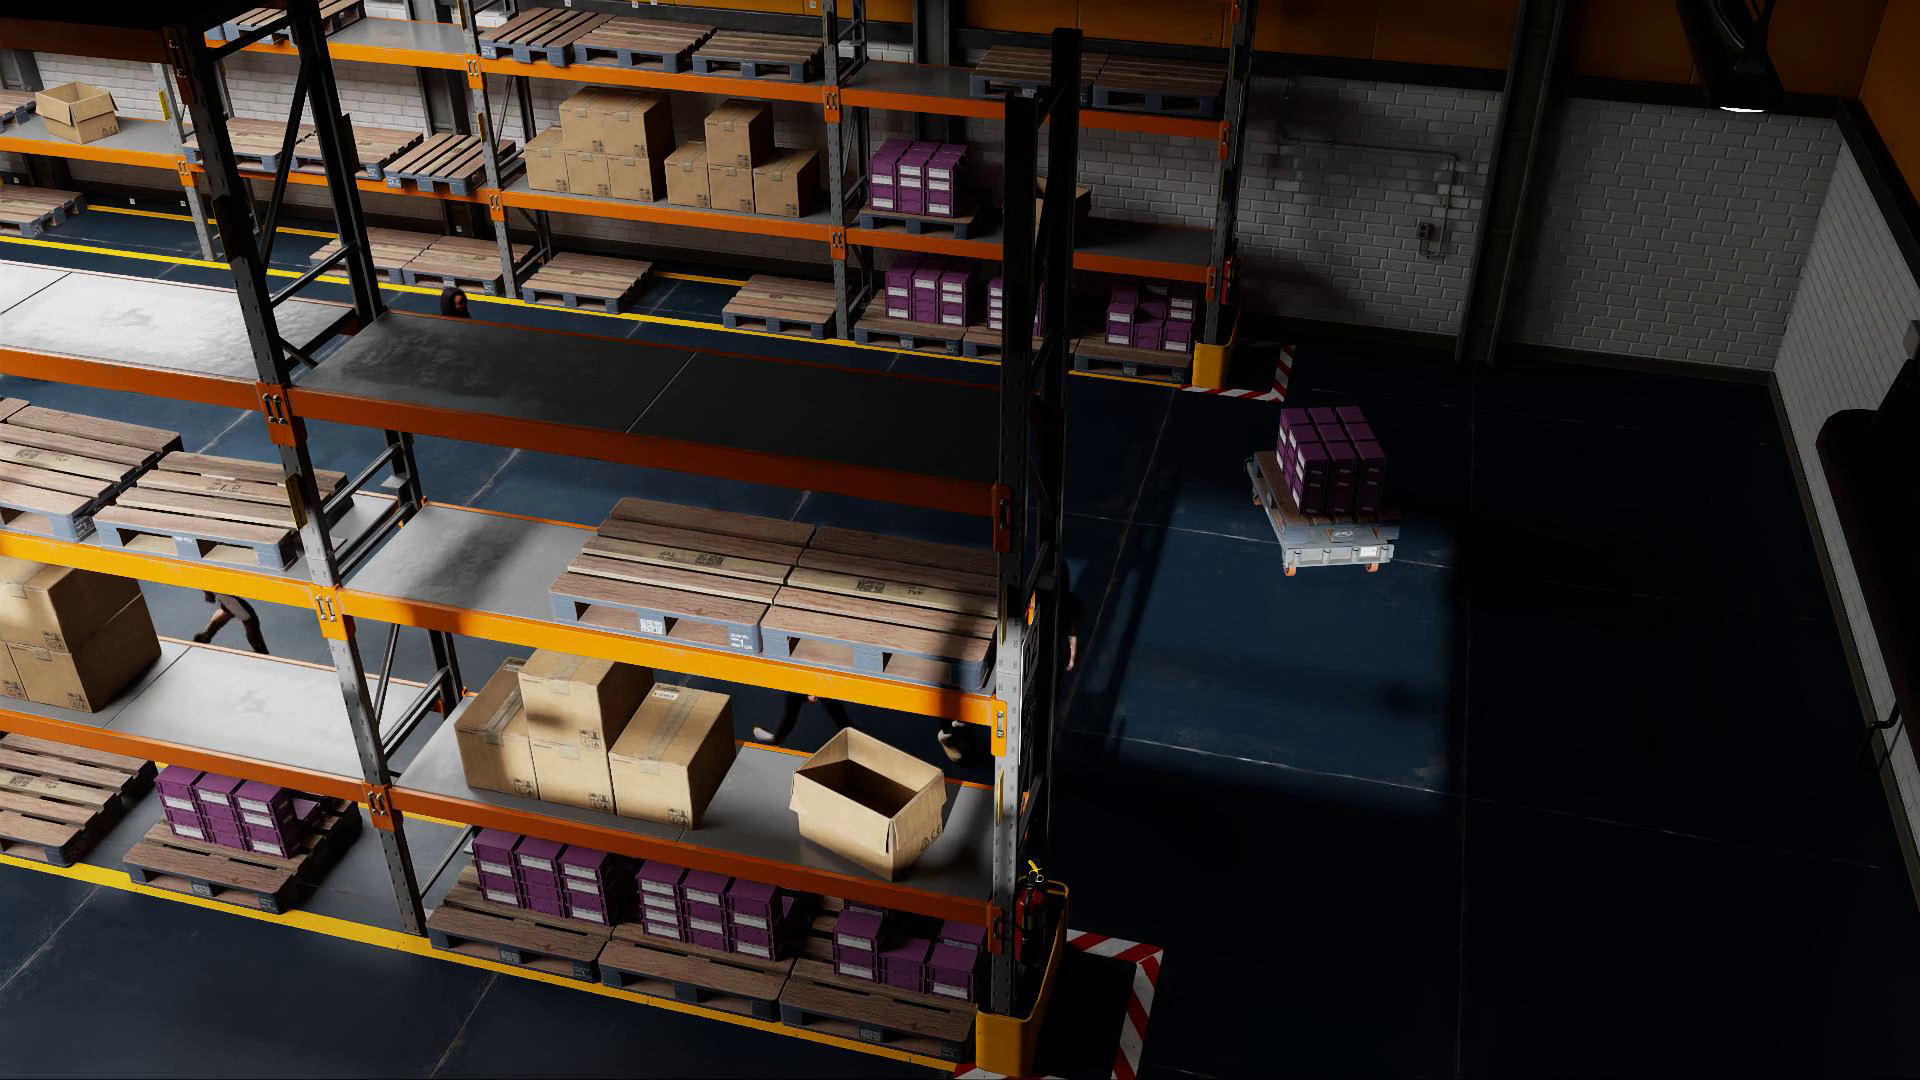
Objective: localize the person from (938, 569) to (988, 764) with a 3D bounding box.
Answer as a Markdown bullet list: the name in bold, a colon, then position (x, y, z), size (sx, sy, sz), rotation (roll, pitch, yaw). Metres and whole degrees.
- **person**: position (-0.068, 0.842, 12.153), size (0.755, 1.661, 0.695), rotation (23, 40, 30)

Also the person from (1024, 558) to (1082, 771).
- **person**: position (0.645, 0.911, 12.039), size (1.057, 1.674, 0.909), rotation (-5, 34, -7)

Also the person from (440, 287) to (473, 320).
- **person**: position (-4.843, -1.704, 16.045), size (0.860, 1.593, 0.672), rotation (13, 36, 18)
